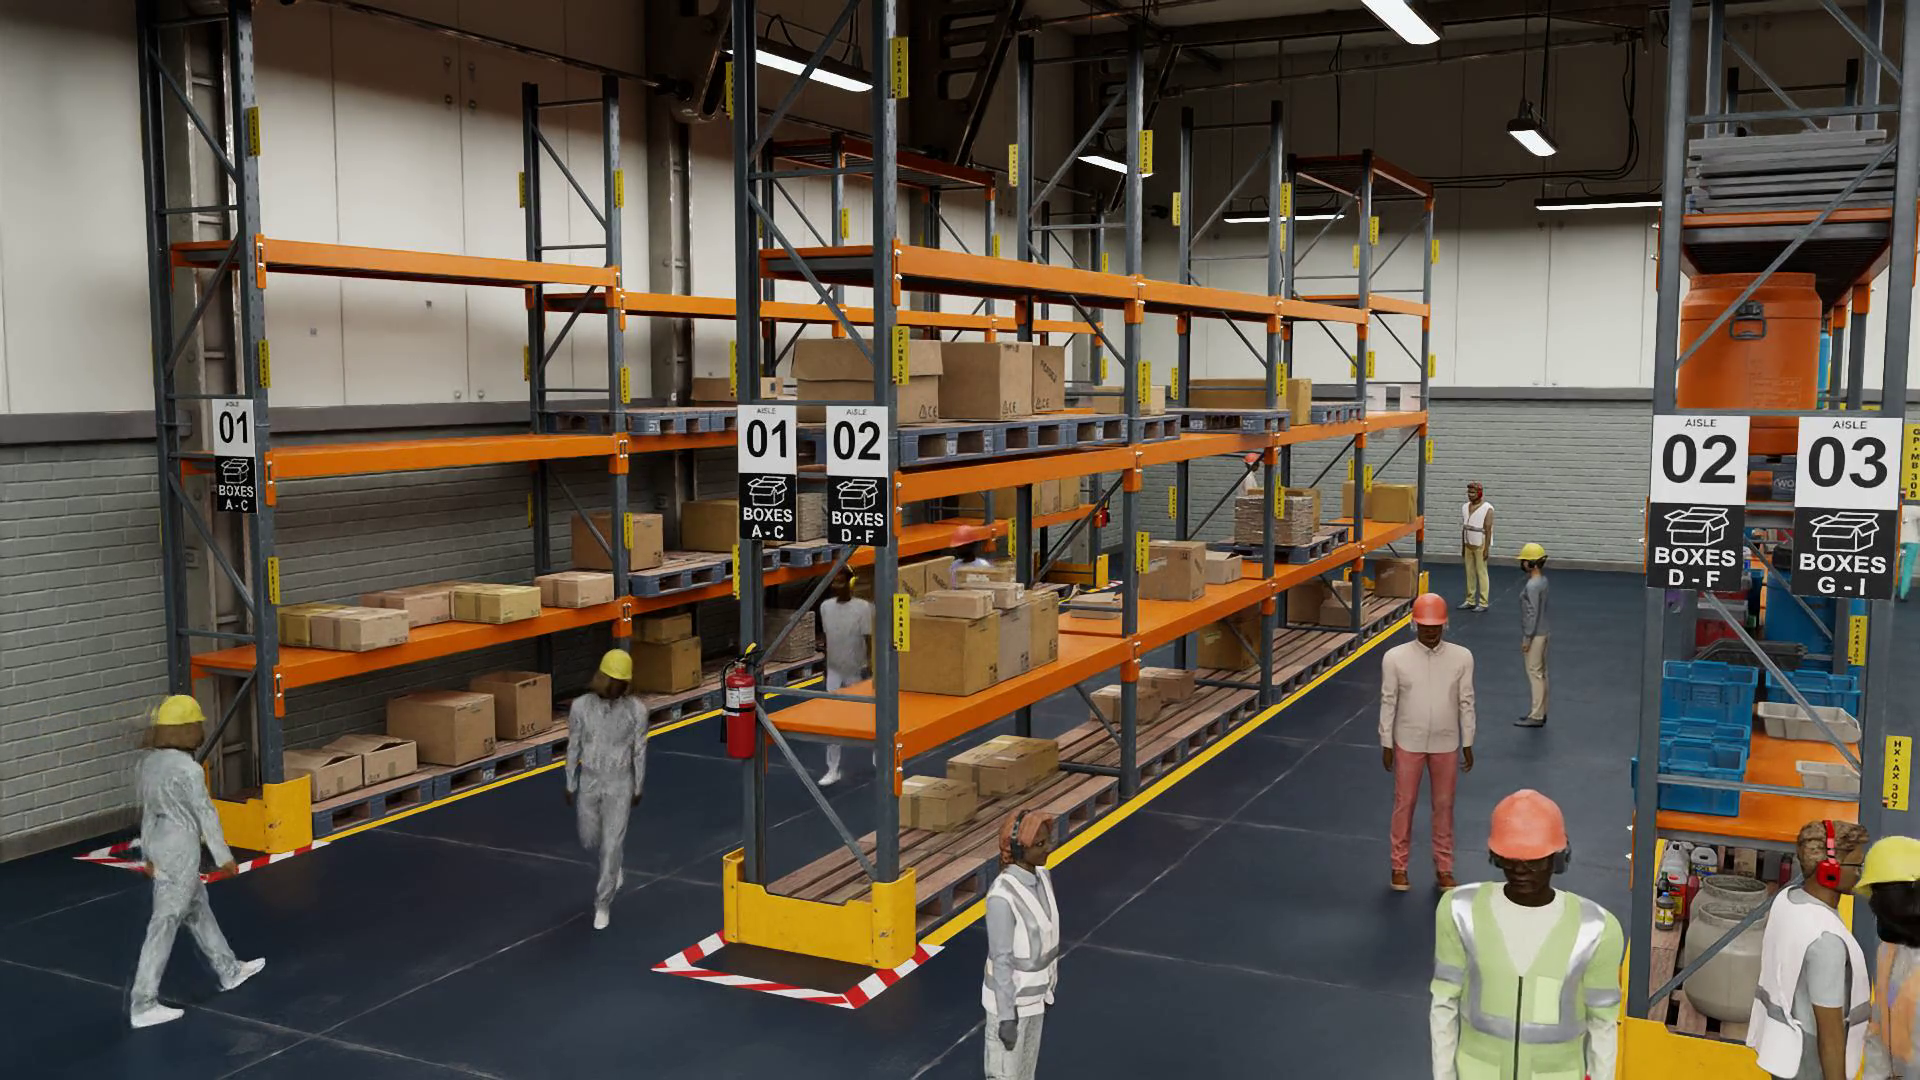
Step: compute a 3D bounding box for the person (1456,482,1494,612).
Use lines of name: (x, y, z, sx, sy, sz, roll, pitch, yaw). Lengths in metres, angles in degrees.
person: (7.309, 0.101, 23.515, 0.390, 1.836, 0.560, -3, 6, -24)

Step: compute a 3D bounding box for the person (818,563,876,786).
person: (-0.917, 1.084, 13.937, 0.524, 1.845, 0.817, 3, 6, 25)

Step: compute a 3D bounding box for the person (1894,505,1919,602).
person: (13.979, 0.039, 24.615, 0.526, 1.734, 0.781, 5, 8, 38)

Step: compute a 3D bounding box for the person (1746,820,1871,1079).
person: (3.035, 1.900, 5.943, 0.389, 1.846, 0.566, 1, 6, 12)

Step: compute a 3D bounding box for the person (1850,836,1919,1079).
person: (3.156, 1.942, 5.472, 0.654, 1.868, 0.681, 1, 6, 14)

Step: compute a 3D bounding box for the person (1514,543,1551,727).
person: (5.487, 0.911, 15.956, 0.331, 1.768, 0.527, 4, 7, 31)

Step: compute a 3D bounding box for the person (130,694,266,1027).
person: (-4.065, 1.667, 8.861, 0.503, 1.702, 0.858, 5, 8, 40)

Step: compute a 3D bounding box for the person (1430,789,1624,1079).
person: (1.884, 1.839, 5.595, 0.610, 2.044, 0.392, 3, 6, 23)

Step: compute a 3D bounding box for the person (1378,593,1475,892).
person: (3.056, 1.328, 10.892, 0.619, 1.983, 0.405, 0, 6, 3)

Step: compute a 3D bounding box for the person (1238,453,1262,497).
person: (5.016, -0.516, 28.798, 0.400, 1.990, 0.617, 1, 6, 9)

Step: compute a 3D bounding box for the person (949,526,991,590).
person: (0.020, 0.820, 16.124, 0.551, 1.905, 0.809, 5, 7, 38)

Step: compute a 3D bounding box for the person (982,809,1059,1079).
person: (0.249, 1.909, 6.841, 0.313, 1.642, 0.513, 2, 6, 23)

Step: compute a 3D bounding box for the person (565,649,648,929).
person: (-2.199, 1.503, 10.420, 0.512, 1.711, 0.677, 0, 6, -2)
